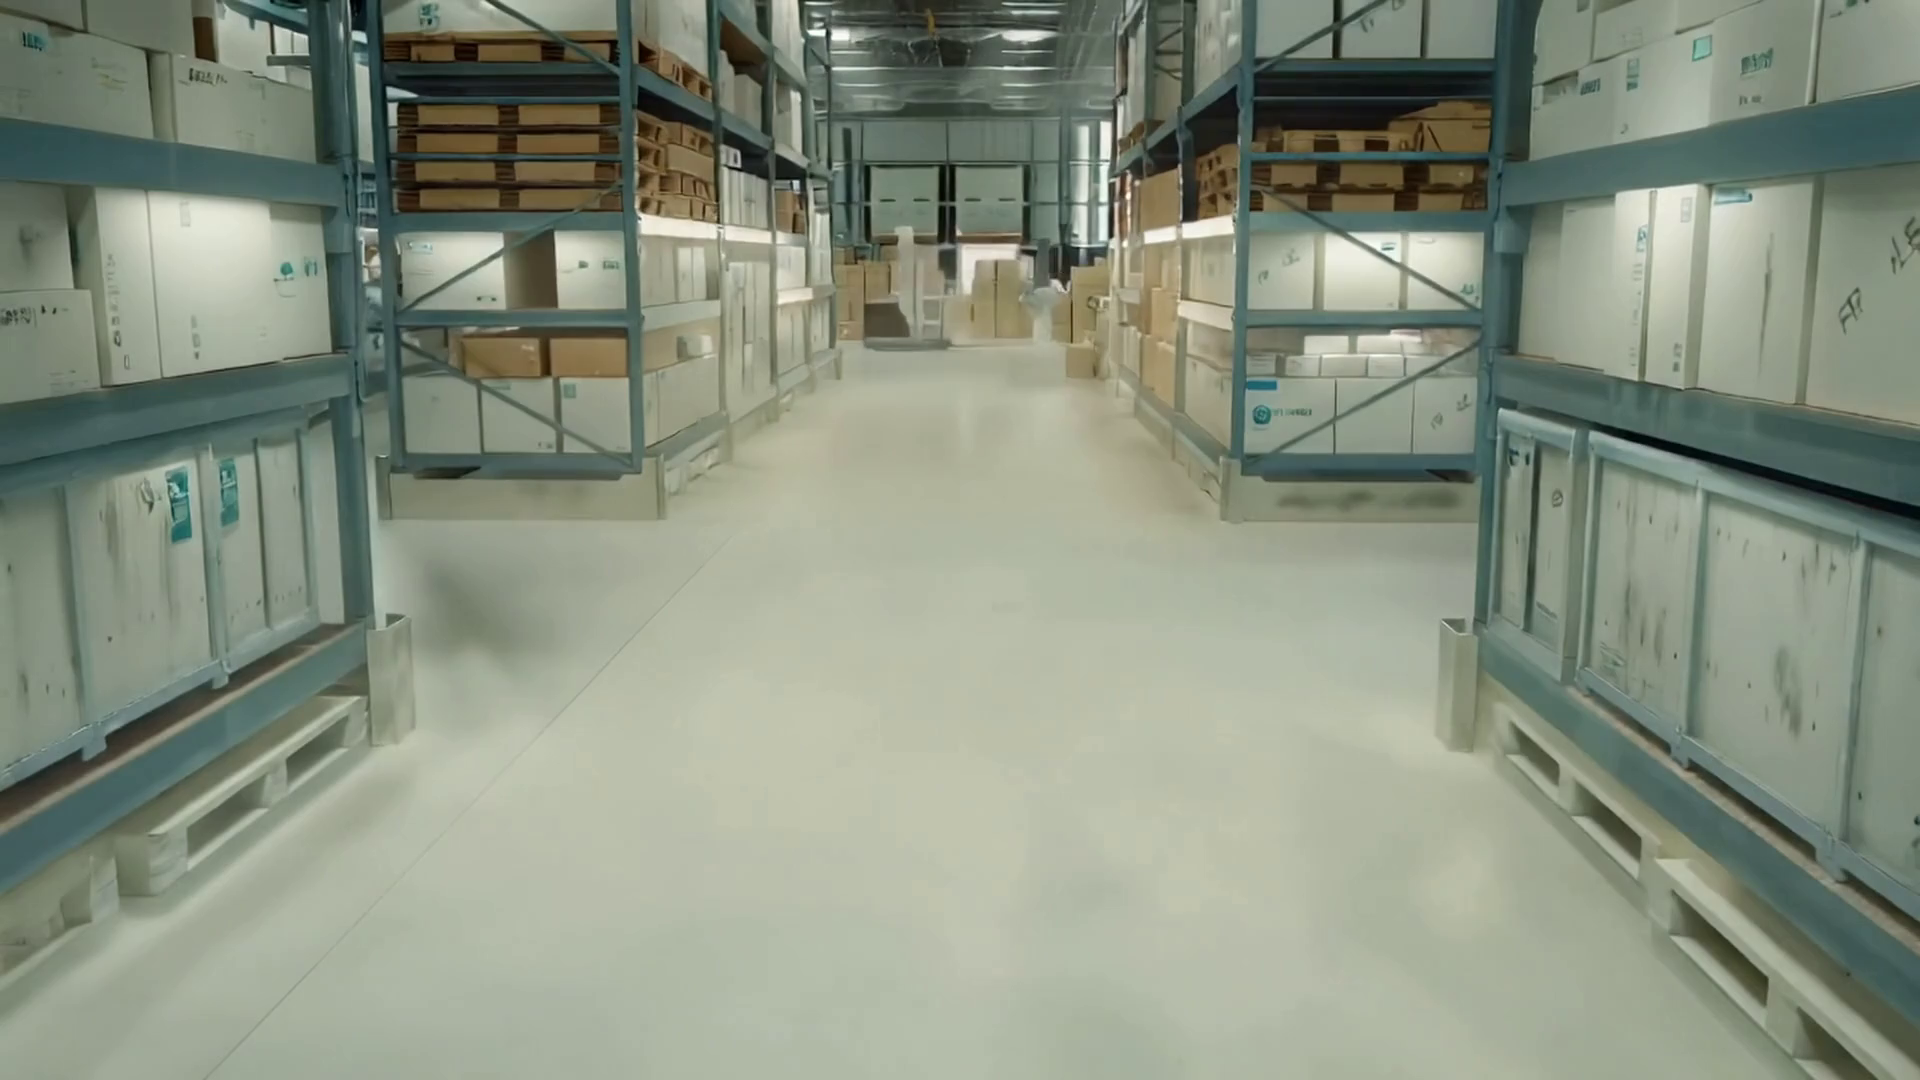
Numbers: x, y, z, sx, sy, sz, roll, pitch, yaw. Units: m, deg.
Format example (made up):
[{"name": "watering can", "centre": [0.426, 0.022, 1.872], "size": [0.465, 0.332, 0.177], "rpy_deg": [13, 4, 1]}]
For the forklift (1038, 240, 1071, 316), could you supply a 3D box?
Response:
[{"name": "forklift", "centre": [3.045, -9.439, 60.101], "size": [1.873, 2.768, 1.129], "rpy_deg": [1, 10, 8]}]

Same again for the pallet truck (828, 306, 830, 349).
[{"name": "pallet truck", "centre": [-3.100, -3.940, 29.800], "size": [1.885, 1.965, 0.823], "rpy_deg": [3, 10, 19]}]

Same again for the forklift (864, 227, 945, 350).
[{"name": "forklift", "centre": [-1.264, -5.800, 38.305], "size": [1.873, 2.768, 1.129], "rpy_deg": [0, 9, 1]}]
